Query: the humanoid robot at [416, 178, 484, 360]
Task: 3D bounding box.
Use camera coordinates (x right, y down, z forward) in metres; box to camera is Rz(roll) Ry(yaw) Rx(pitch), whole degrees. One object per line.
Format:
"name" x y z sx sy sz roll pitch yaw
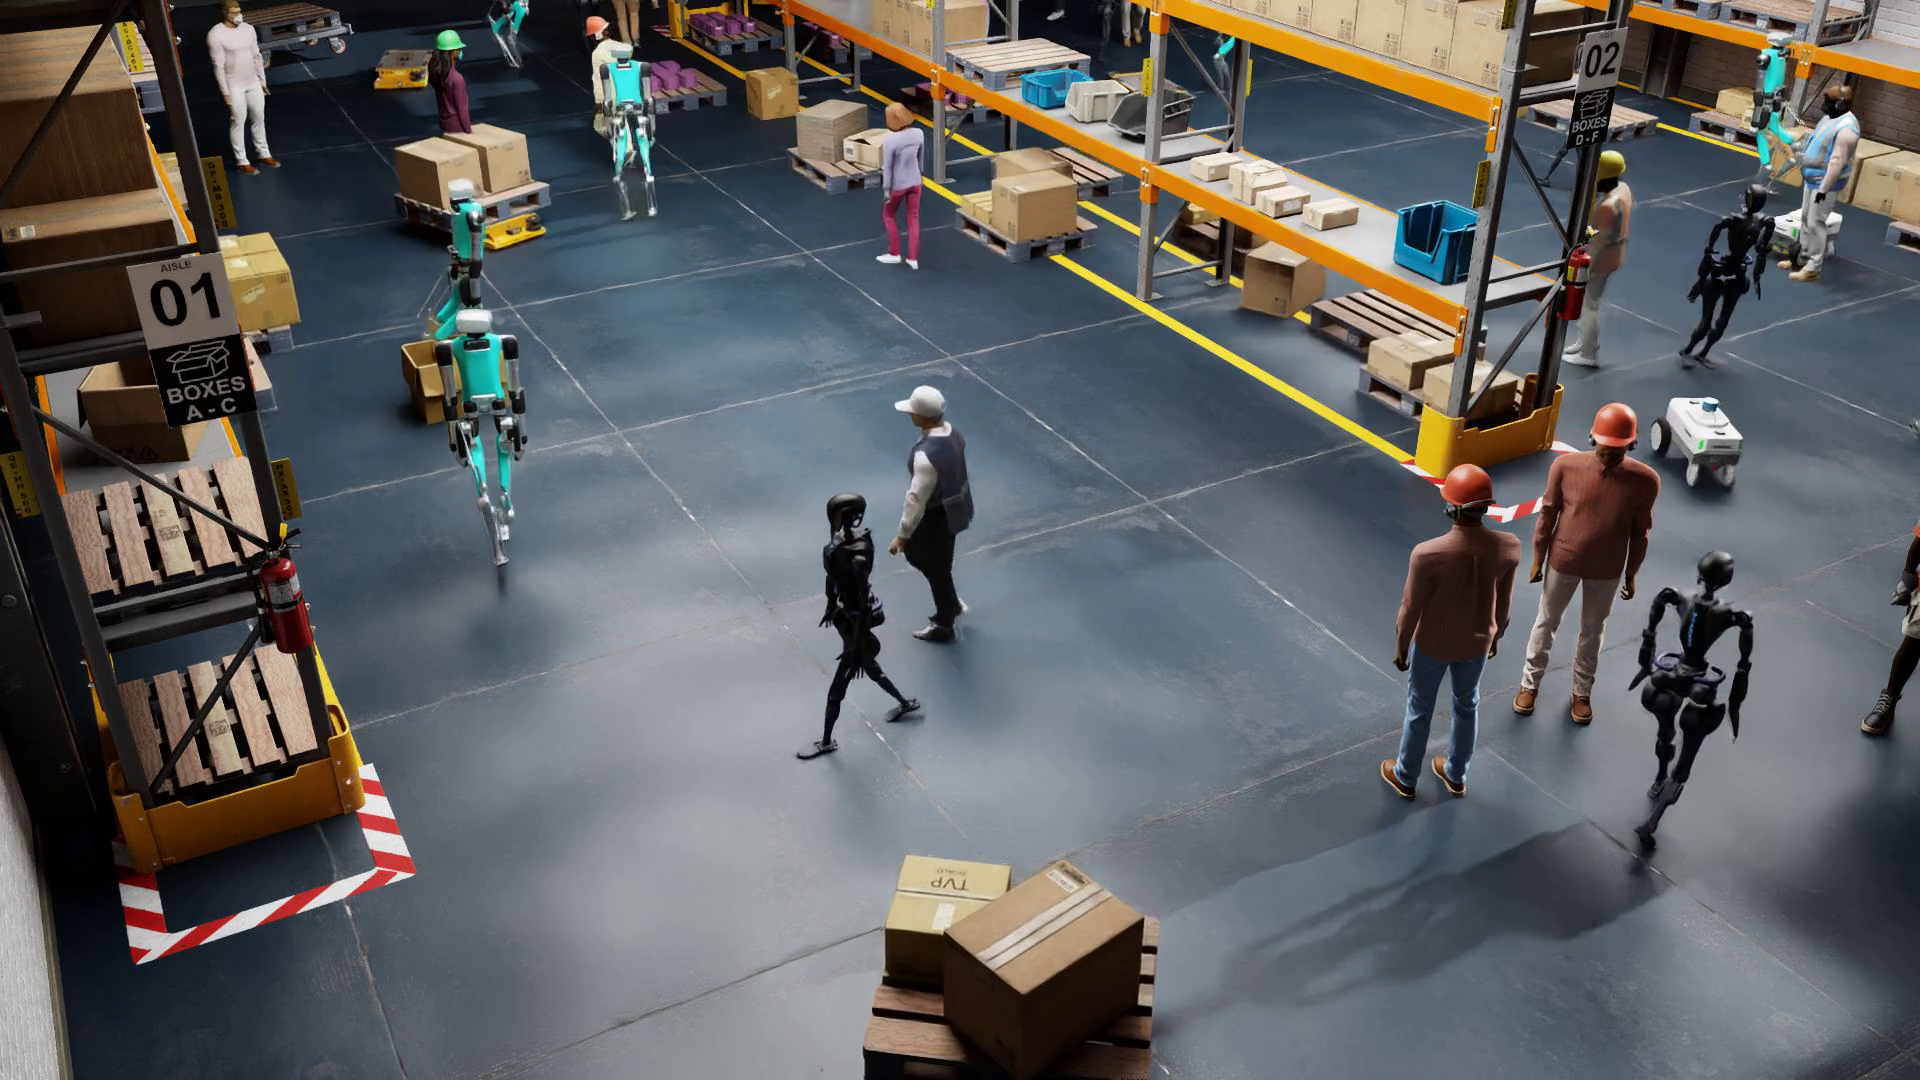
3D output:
"humanoid robot" -4.150 -1.975 13.386 0.796 1.790 0.530 -17 34 -27

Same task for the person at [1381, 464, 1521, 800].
"person" 2.585 0.511 8.803 0.610 1.986 0.402 -4 30 -7

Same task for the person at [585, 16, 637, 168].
"person" -3.921 -4.990 18.636 0.439 1.719 0.639 9 31 16

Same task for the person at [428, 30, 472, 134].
"person" -5.186 -4.255 17.146 0.432 1.943 0.482 -25 38 -37

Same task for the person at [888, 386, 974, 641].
"person" -0.154 -0.138 10.176 0.482 1.741 0.717 4 30 8

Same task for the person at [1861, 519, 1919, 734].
"person" 5.530 0.288 9.207 0.612 1.963 0.362 21 36 32

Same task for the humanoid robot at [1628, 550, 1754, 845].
"humanoid robot" 3.755 0.792 8.663 0.601 1.629 0.773 25 38 36

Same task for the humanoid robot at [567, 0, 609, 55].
"humanoid robot" -5.244 -7.687 23.374 0.586 1.648 0.334 -11 32 -18

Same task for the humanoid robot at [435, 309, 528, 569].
"humanoid robot" -3.087 -0.562 10.983 0.542 1.765 1.051 -9 31 -16

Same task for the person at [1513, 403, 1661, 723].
"person" 3.557 0.130 9.454 0.611 1.994 0.379 9 31 15

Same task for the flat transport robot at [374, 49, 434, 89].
"flat transport robot" -7.509 -6.390 22.533 0.659 0.231 1.431 -5 30 -8

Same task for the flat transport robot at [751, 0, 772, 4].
"flat transport robot" -2.929 -8.882 26.871 0.659 0.231 1.431 2 30 4

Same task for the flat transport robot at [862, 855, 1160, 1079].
"flat transport robot" 0.266 2.201 7.578 0.659 0.231 1.431 5 30 8

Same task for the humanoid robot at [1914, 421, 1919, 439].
"humanoid robot" 7.752 -1.534 12.634 0.993 1.757 0.597 1 30 1

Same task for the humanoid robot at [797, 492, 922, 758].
"humanoid robot" -0.578 0.441 9.283 0.807 1.626 0.595 -12 32 -20

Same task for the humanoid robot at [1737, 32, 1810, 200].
"humanoid robot" 8.714 -4.431 17.670 0.541 1.797 0.826 -23 37 -34

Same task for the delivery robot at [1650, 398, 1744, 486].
"delivery robot" 5.568 -0.781 12.501 0.499 0.613 0.807 1 30 1

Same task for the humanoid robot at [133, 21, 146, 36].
"humanoid robot" -11.000 -6.865 22.010 0.781 1.642 0.589 23 37 35

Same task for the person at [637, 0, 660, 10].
"person" -4.971 -9.199 25.859 0.617 1.836 0.432 -12 32 -20

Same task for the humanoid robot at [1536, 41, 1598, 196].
"humanoid robot" 6.646 -4.547 17.947 0.749 1.627 0.609 11 32 19

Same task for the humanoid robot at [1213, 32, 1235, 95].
"humanoid robot" 3.539 -6.635 21.526 0.795 1.809 0.541 -3 30 -5

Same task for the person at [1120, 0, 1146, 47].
"person" 2.458 -7.948 23.645 0.604 1.866 0.489 -1 30 -2

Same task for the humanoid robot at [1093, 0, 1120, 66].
"humanoid robot" 2.023 -7.410 22.905 0.349 1.646 0.599 6 30 10

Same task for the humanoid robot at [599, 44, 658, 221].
"humanoid robot" -3.400 -4.178 17.192 0.534 1.749 0.780 -5 30 -8

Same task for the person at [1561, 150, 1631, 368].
"person" 5.268 -2.331 13.840 0.472 1.886 0.630 17 34 27

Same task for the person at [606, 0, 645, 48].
"person" -4.749 -7.744 23.431 0.588 1.714 0.493 -5 30 -8

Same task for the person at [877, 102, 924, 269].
"person" -0.559 -3.417 16.003 0.566 1.622 0.455 -20 35 -30

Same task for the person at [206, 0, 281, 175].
"person" -8.017 -5.077 18.587 0.366 1.932 0.633 16 33 25

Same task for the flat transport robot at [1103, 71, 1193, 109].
"flat transport robot" 2.421 -5.803 21.512 0.659 0.231 1.431 -9 31 -15

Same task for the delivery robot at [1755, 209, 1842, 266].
"delivery robot" 8.307 -3.037 16.395 0.752 0.580 0.514 -15 33 -24

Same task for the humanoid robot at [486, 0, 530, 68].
"humanoid robot" -6.183 -7.236 22.596 0.707 1.857 0.541 14 33 23

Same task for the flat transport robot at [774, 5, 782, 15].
"flat transport robot" -2.182 -8.376 25.991 1.431 0.231 0.659 -3 30 -6

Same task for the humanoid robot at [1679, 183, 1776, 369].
"humanoid robot" 6.380 -2.186 13.817 0.599 1.640 0.393 -3 30 -5

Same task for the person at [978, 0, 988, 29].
"person" 0.081 -6.345 20.843 0.645 1.873 0.617 -17 34 -26

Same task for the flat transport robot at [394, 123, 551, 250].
"flat transport robot" -4.991 -3.302 17.158 1.431 0.231 0.659 22 36 33

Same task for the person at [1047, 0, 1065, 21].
"person" 1.428 -8.766 25.111 0.541 1.822 0.550 -12 32 -20

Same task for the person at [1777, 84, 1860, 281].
"person" 8.144 -3.380 15.727 0.432 1.833 0.637 3 30 6
